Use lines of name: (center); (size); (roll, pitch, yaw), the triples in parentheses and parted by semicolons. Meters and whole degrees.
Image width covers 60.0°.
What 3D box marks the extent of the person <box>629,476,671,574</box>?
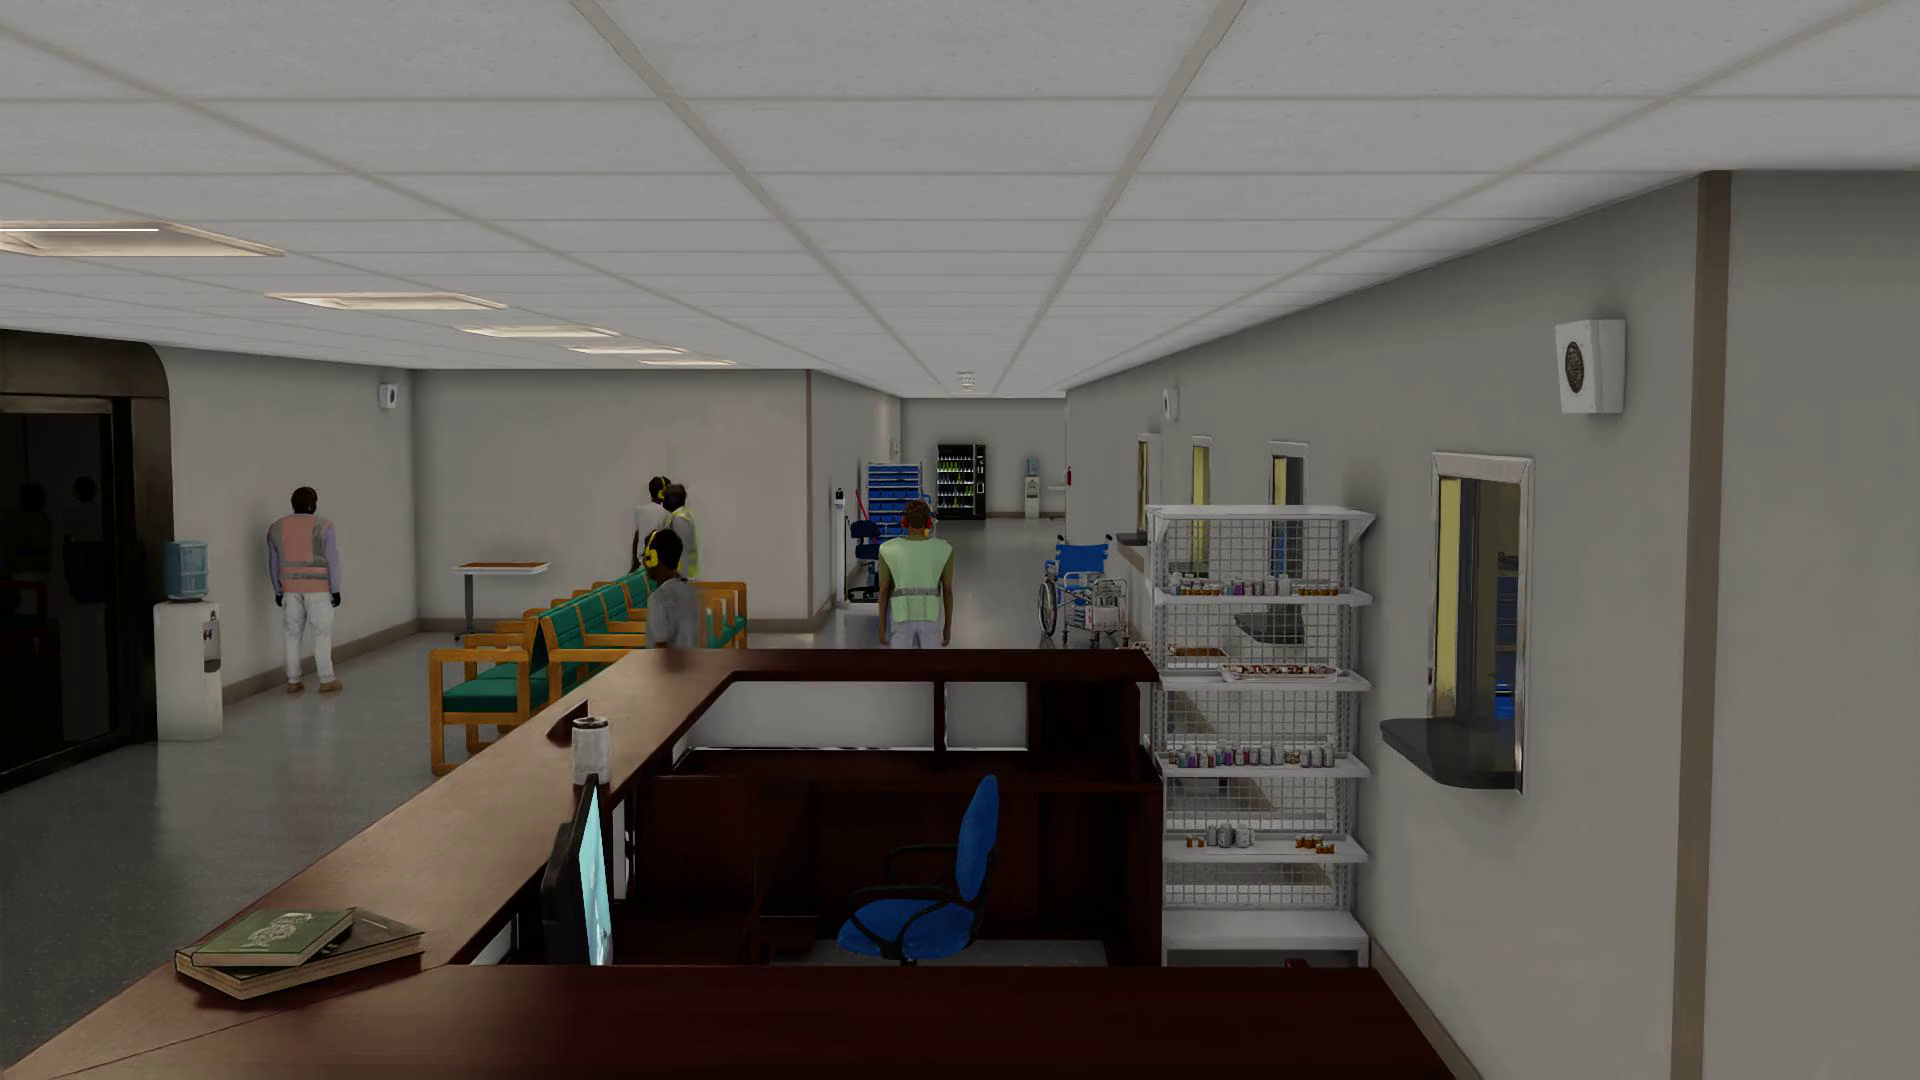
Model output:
person: (-3.183, 0.253, 17.502); (0.572, 1.837, 0.451); (2, 5, 26)

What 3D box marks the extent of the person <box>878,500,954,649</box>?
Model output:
person: (-0.324, 0.623, 12.367); (0.561, 1.838, 0.387); (-1, 4, -8)

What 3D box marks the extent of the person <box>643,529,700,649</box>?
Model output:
person: (-1.570, 0.862, 9.010); (0.455, 1.840, 0.521); (2, 4, 20)

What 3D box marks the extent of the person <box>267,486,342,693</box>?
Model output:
person: (-5.811, 0.445, 14.812); (0.621, 1.845, 0.429); (0, 4, 1)
